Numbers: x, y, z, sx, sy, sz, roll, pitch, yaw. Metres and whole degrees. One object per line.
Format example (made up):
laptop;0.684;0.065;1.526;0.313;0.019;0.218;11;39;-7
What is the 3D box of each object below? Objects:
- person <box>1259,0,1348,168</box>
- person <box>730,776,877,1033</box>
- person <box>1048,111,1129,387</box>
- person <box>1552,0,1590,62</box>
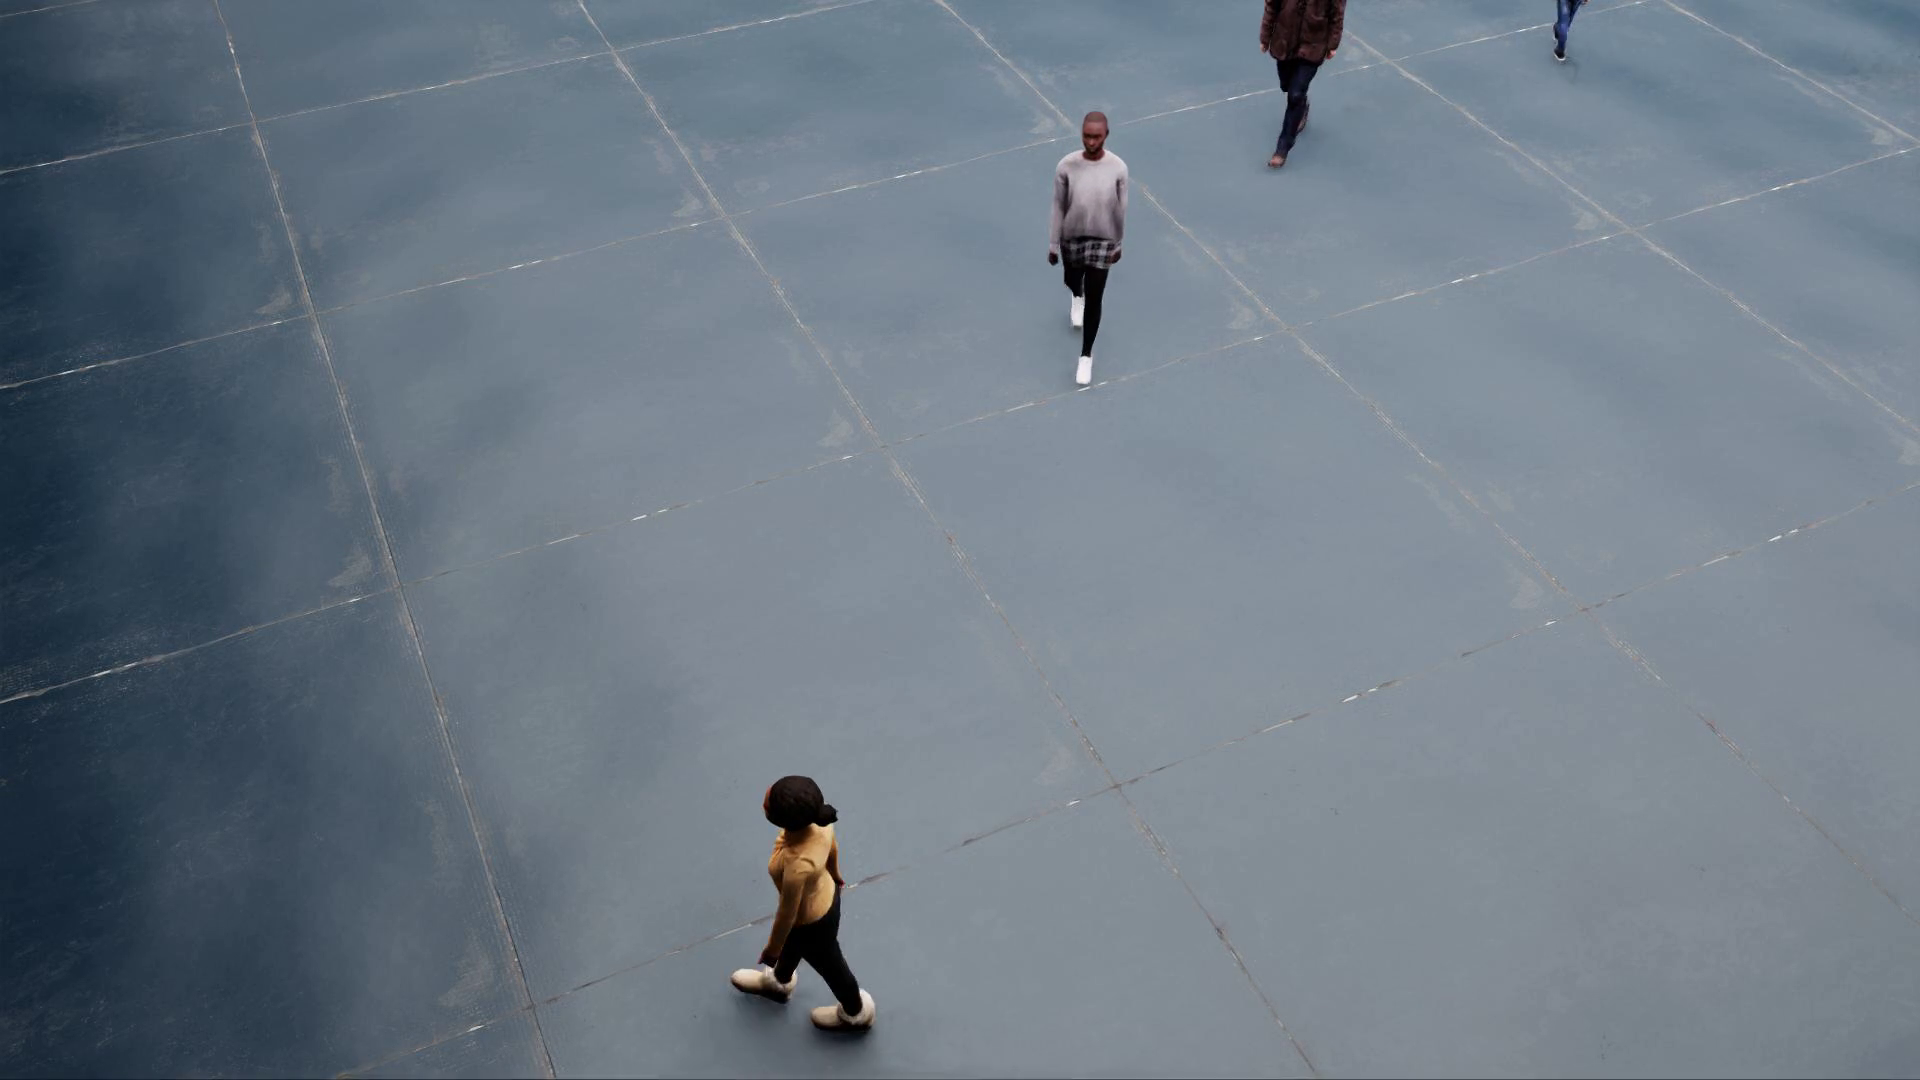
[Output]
person;2.616;-3.802;12.595;1.219;1.813;1.191;23;47;23
person;-0.527;1.539;6.840;0.972;1.642;0.970;6;43;7
person;0.814;-1.951;10.611;1.035;1.739;1.248;5;42;5
person;5.164;-4.586;13.999;0.657;1.084;0.820;1;42;1
